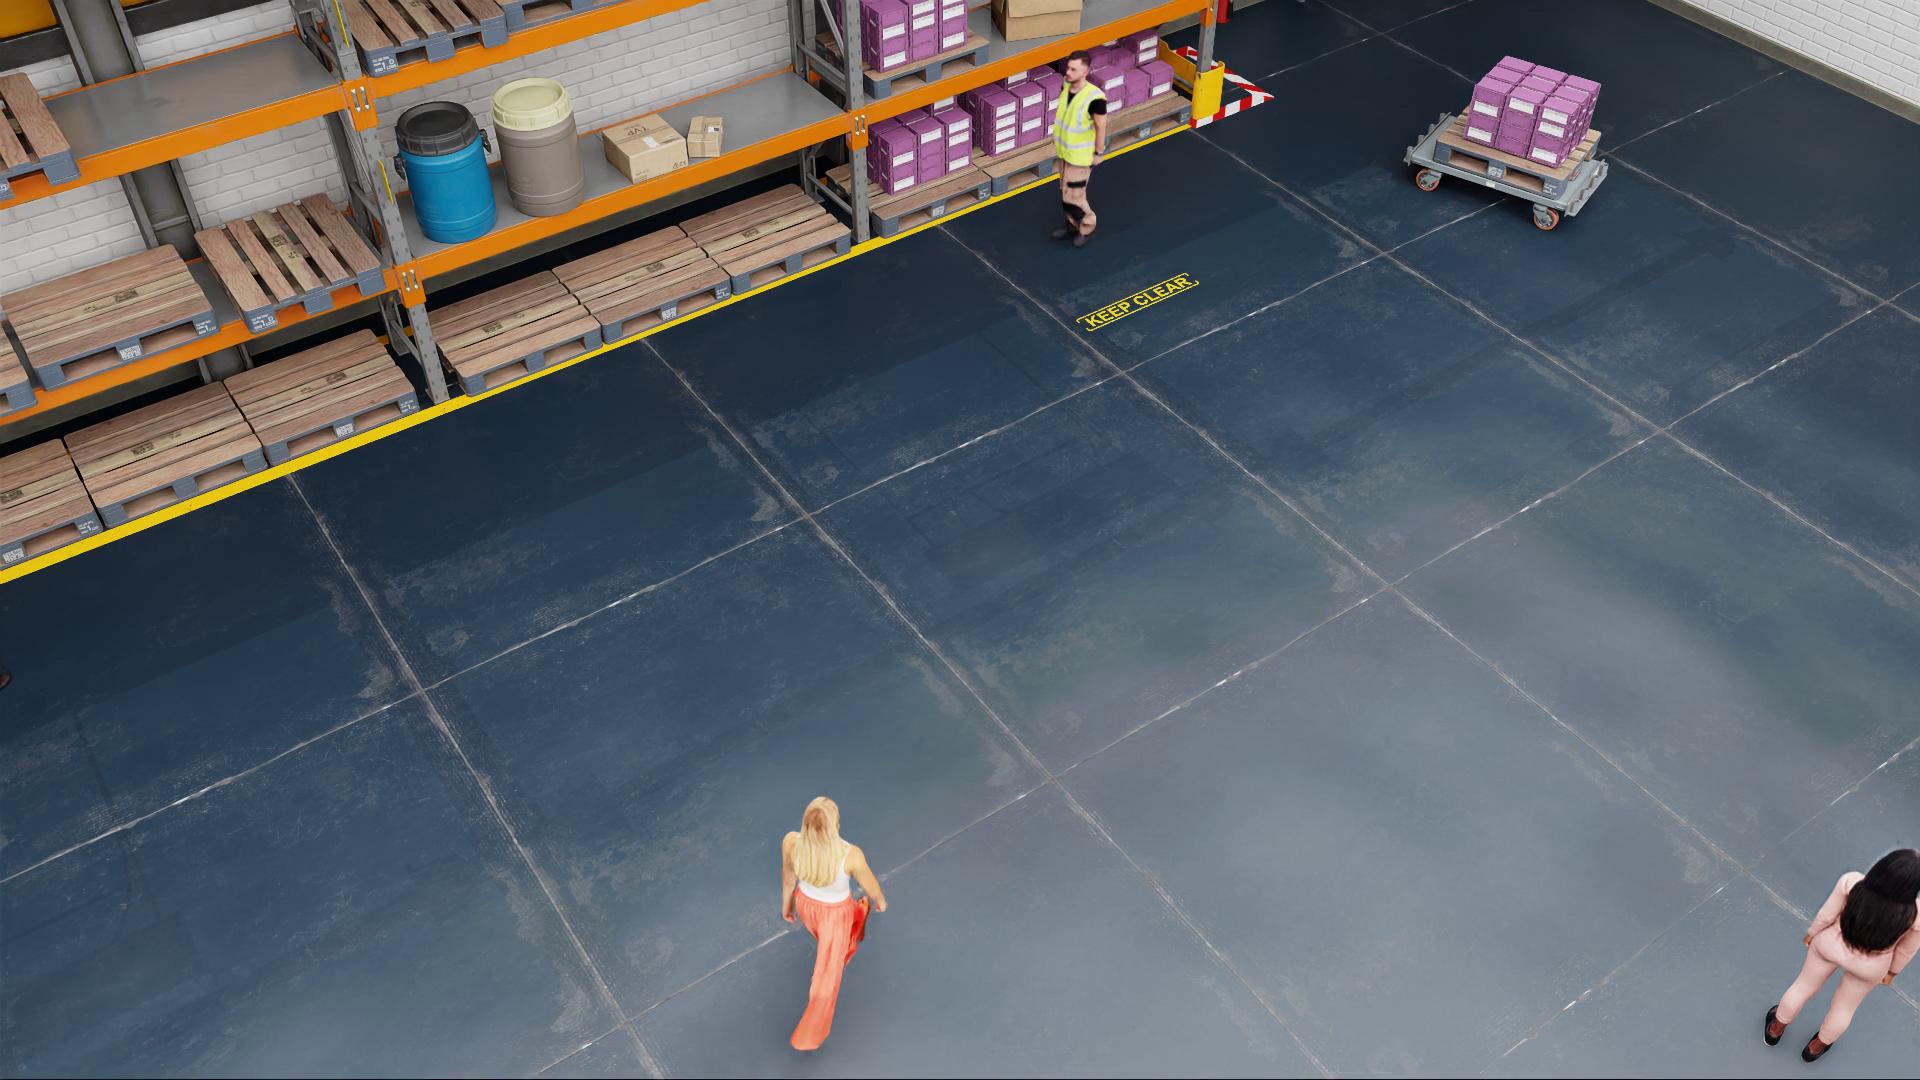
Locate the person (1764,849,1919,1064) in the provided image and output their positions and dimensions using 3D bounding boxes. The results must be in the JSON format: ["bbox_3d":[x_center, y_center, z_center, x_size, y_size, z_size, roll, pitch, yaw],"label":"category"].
[{"bbox_3d":[4.620,2.155,8.631,0.680,1.722,0.648,27,50,25],"label":"person"}]

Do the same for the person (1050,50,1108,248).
[{"bbox_3d":[1.060,-3.409,14.389,0.681,1.834,0.684,-25,49,-24],"label":"person"}]

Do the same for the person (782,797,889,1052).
[{"bbox_3d":[-0.742,2.050,8.717,1.098,1.754,1.320,16,46,16],"label":"person"}]
